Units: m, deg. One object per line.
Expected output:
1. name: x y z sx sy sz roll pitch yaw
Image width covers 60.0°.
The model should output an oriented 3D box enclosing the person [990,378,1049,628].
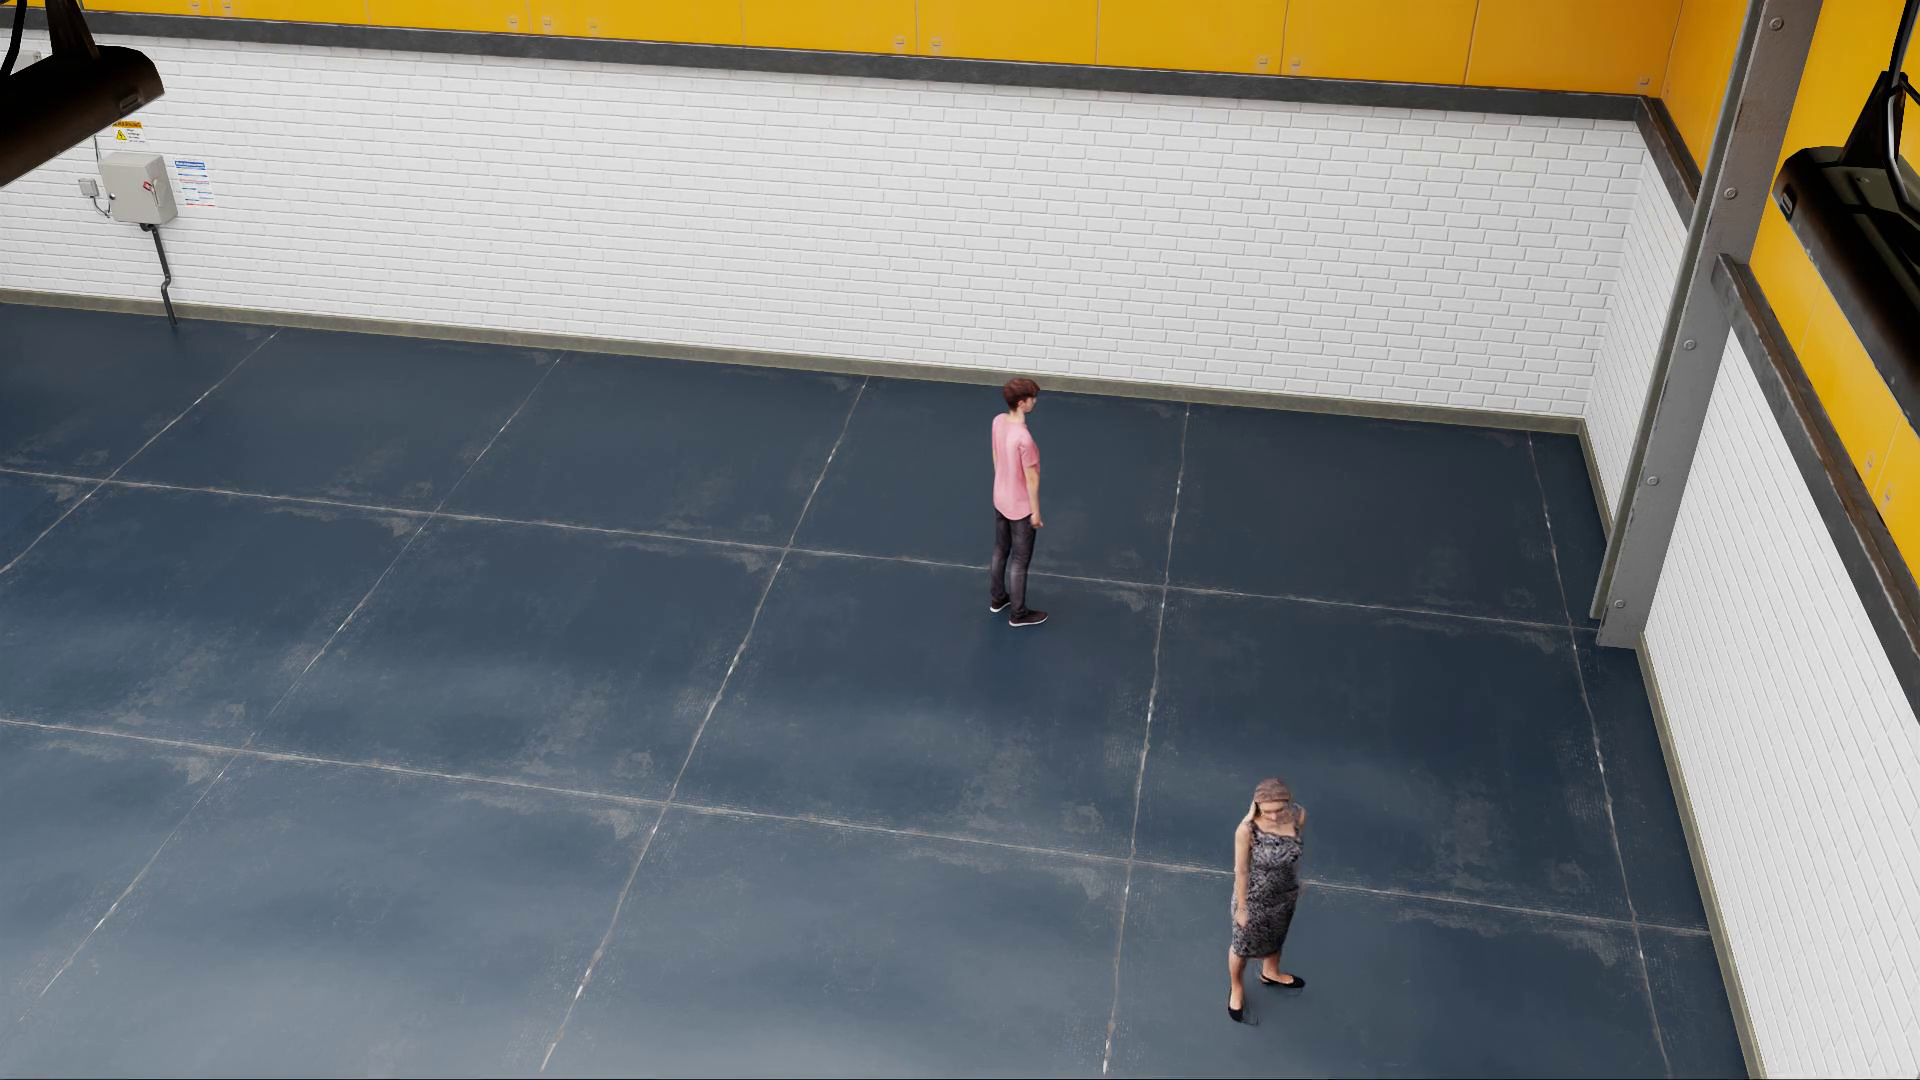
1. person: 0.386 -0.272 11.955 0.770 1.963 0.702 -19 38 -27

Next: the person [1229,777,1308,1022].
1. person: 1.669 1.876 8.971 0.764 1.691 0.730 -19 38 -26
